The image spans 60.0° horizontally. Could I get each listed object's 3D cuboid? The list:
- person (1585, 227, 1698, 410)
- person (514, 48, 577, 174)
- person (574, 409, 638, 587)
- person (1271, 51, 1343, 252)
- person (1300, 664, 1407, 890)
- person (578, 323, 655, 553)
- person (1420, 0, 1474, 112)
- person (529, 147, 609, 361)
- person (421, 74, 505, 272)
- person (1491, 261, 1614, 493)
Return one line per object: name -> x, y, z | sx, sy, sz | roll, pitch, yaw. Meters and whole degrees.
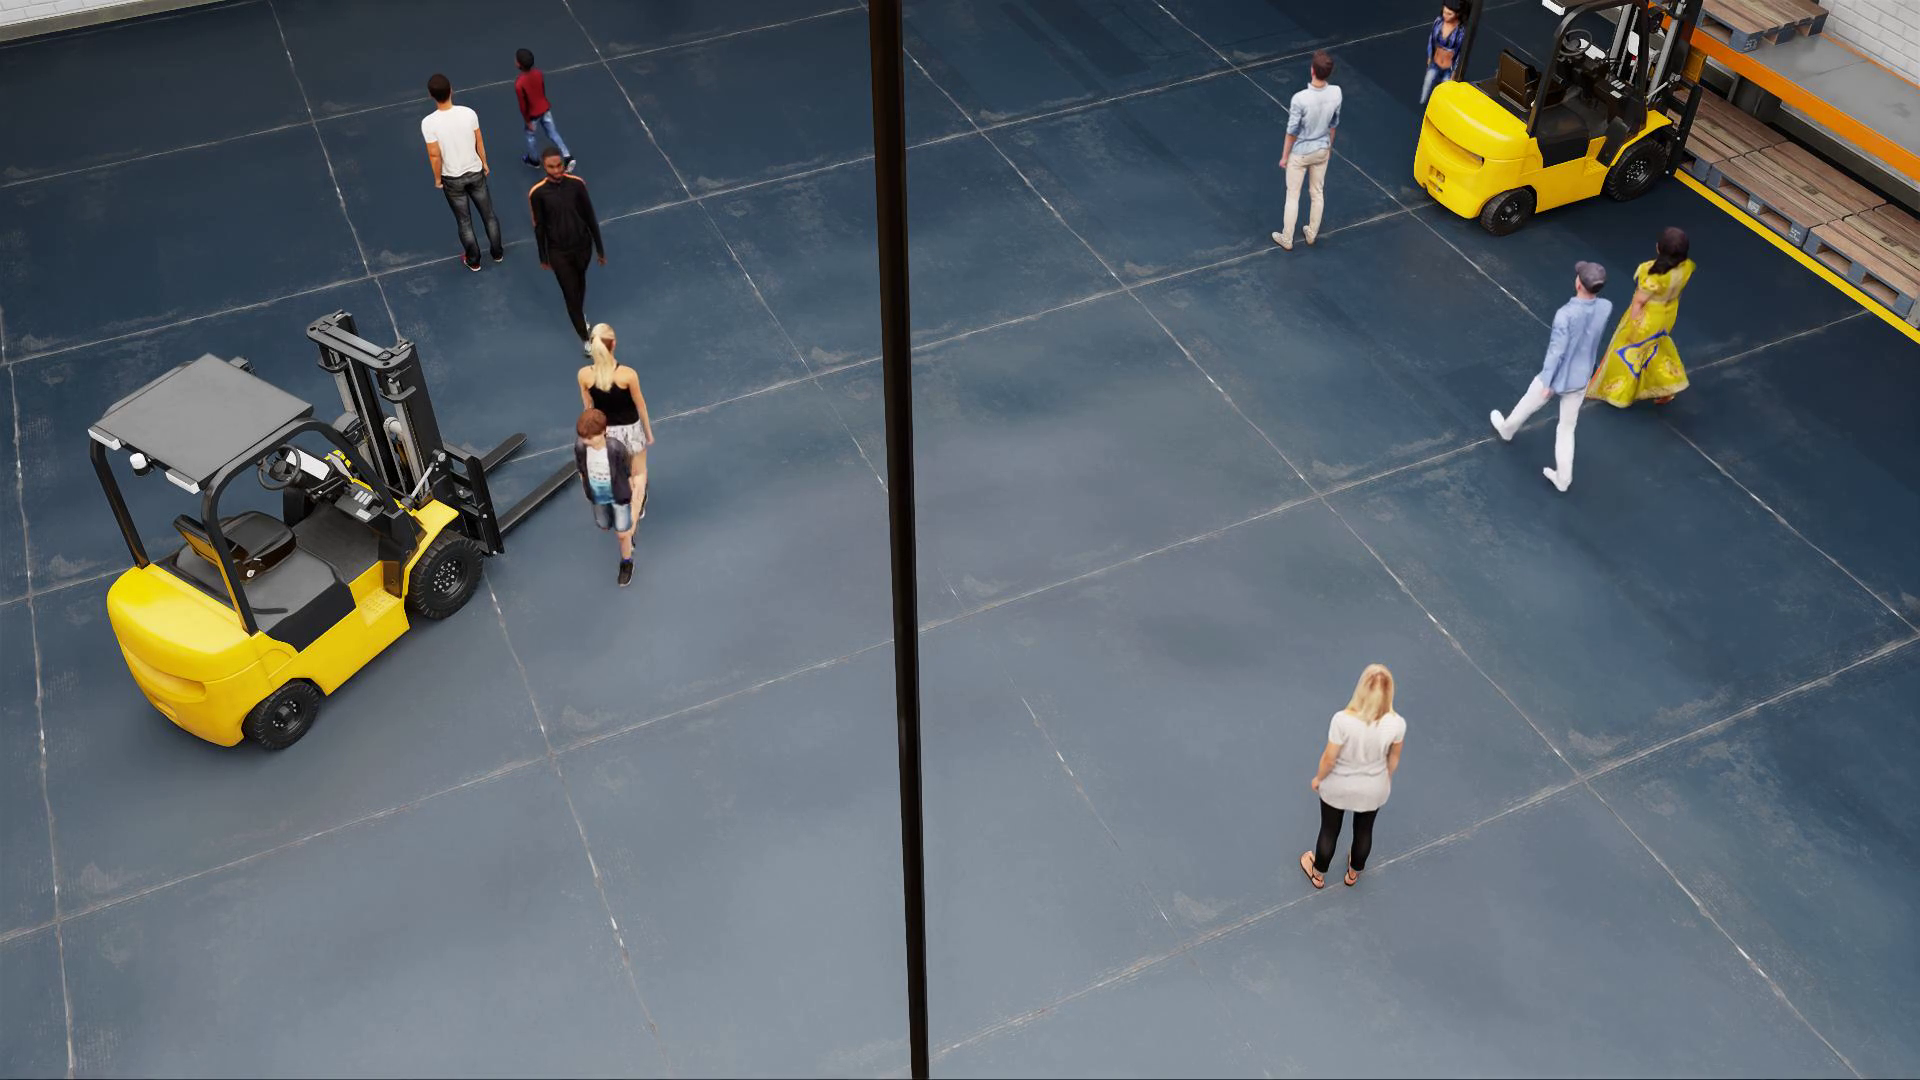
person -> 5.378, -1.652, 12.852 | 0.769, 1.646, 0.944 | -23, 48, -22
person -> -3.933, -4.016, 15.616 | 0.904, 1.245, 0.722 | 29, 51, 27
person -> -2.442, -0.380, 11.665 | 0.797, 1.430, 0.931 | 4, 44, 4
person -> 3.046, -3.389, 14.522 | 0.686, 1.847, 0.610 | -10, 45, -11
person -> 2.265, 1.390, 9.523 | 0.684, 1.823, 0.676 | 1, 44, 1
person -> -2.418, -0.722, 11.738 | 0.927, 1.824, 1.140 | 2, 44, 2
person -> 4.679, -4.492, 15.851 | 0.782, 1.610, 0.701 | -34, 53, -31
person -> -3.215, -2.431, 13.565 | 0.700, 1.779, 1.077 | -21, 47, -21
person -> -4.286, -3.154, 14.320 | 0.657, 1.797, 0.573 | -23, 48, -23
person -> 4.472, -1.161, 12.187 | 0.796, 1.842, 1.192 | -11, 45, -11
